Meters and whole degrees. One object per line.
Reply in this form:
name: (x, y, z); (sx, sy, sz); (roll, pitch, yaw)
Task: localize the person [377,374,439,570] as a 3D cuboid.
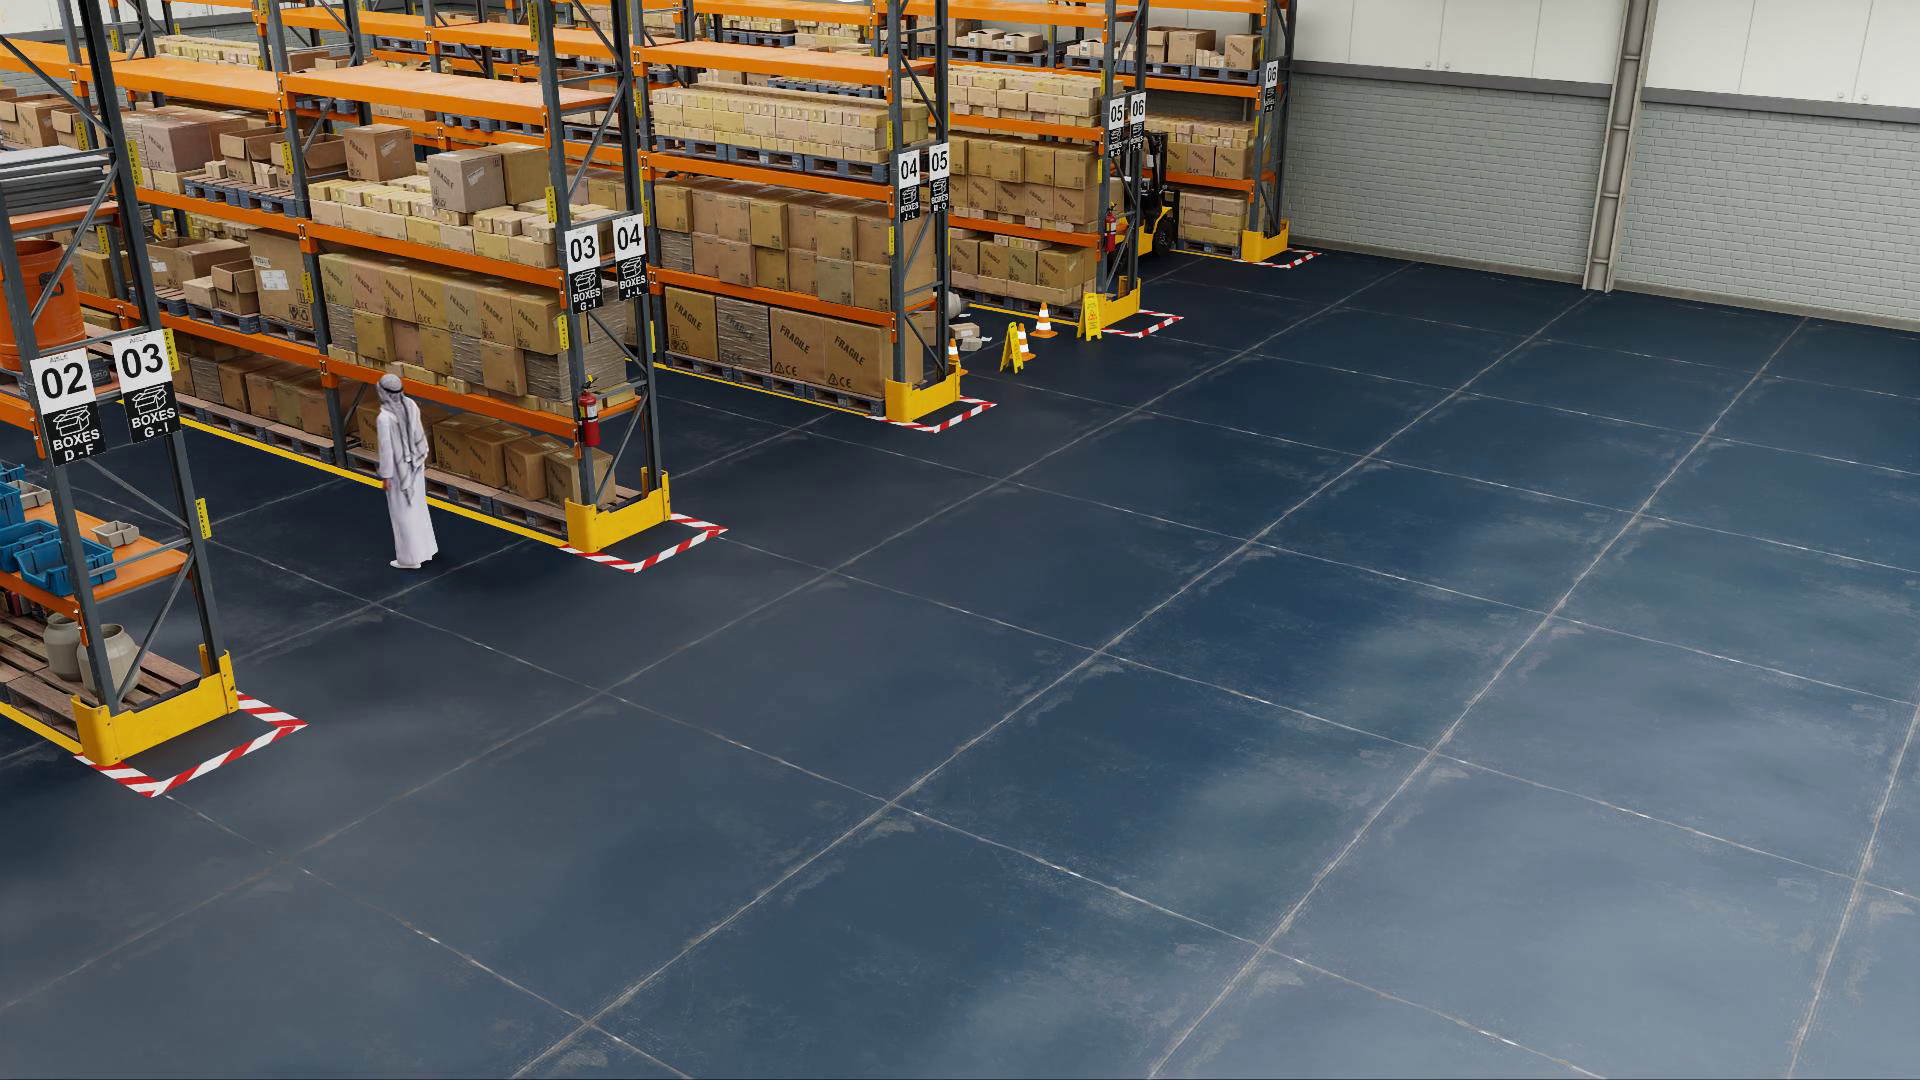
person: (-5.315, -0.665, 15.879); (0.723, 1.926, 0.742); (8, 24, 19)
